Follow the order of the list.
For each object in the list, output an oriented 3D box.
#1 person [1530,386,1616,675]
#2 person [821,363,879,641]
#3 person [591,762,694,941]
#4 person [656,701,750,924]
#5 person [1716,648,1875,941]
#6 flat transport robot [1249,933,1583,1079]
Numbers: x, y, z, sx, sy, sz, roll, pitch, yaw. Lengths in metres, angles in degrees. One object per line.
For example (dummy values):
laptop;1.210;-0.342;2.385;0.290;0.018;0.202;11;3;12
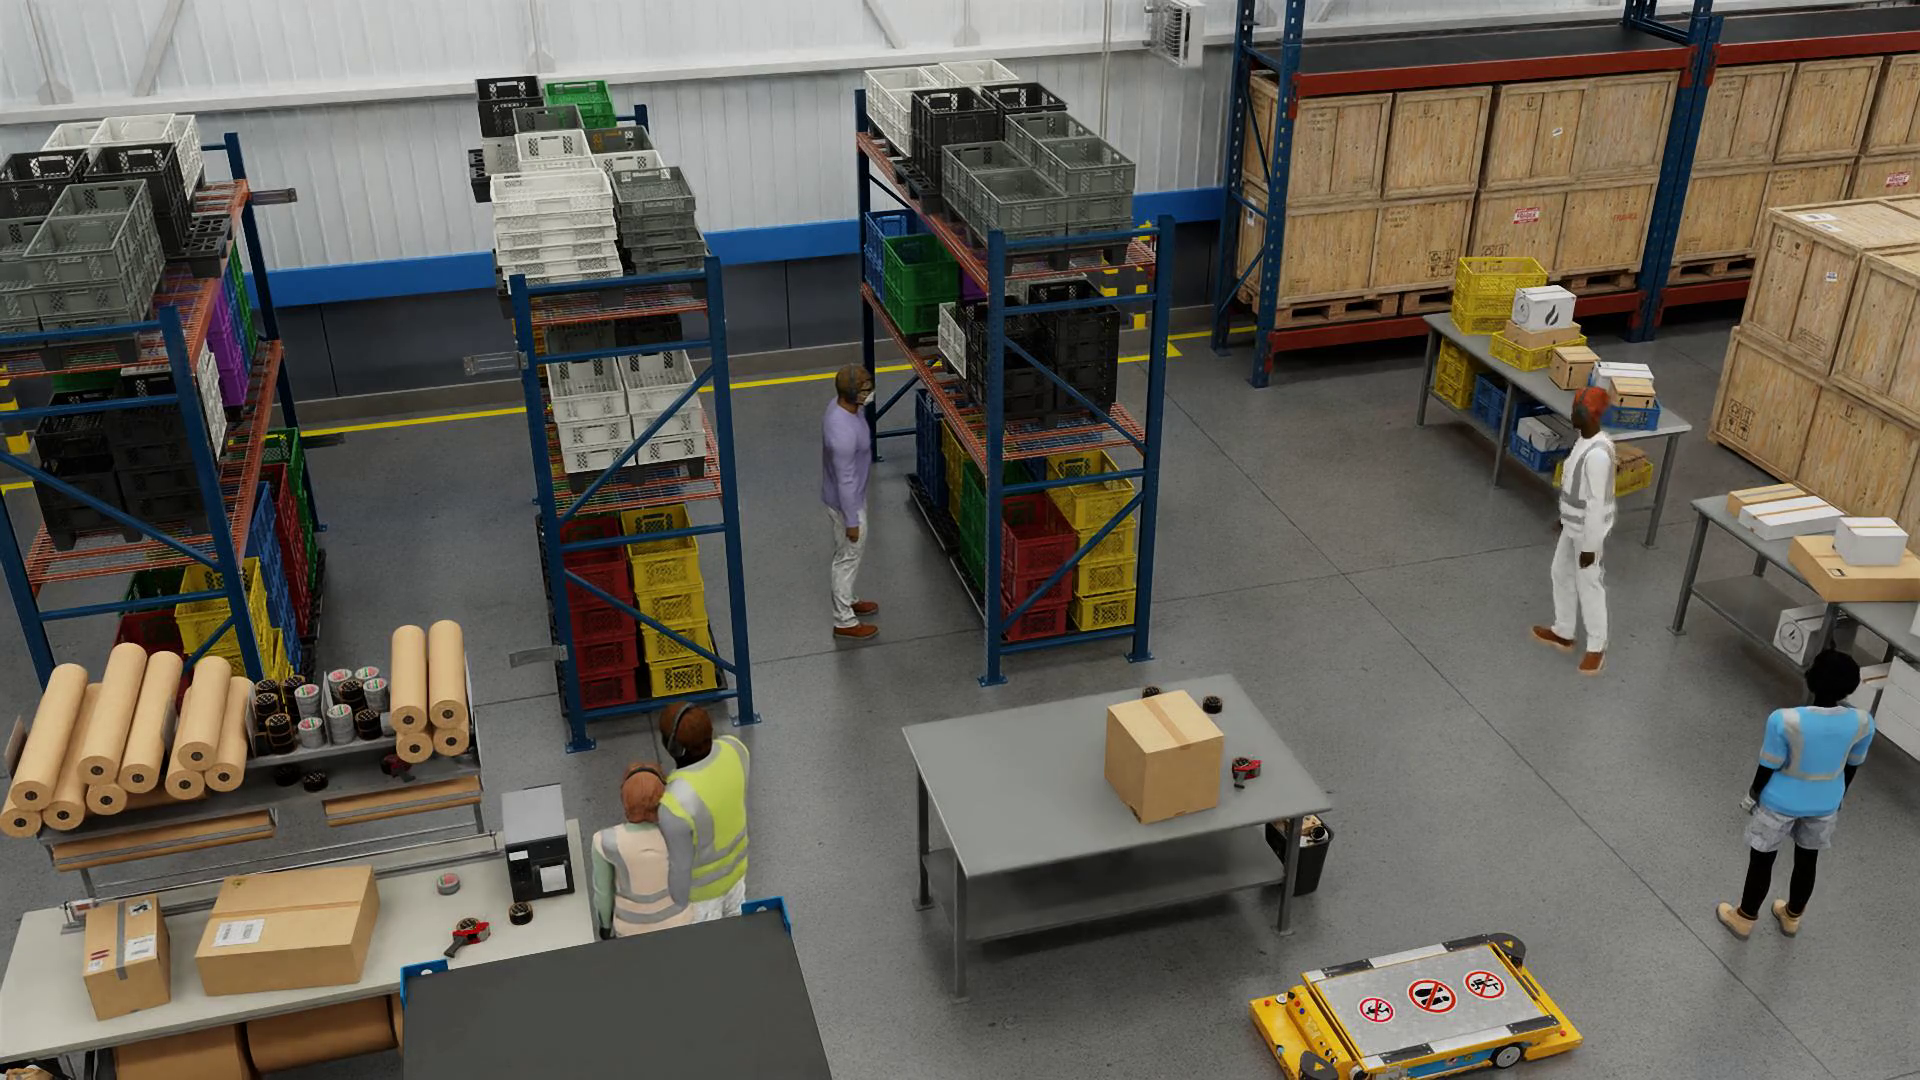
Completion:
person;4.055;-0.073;10.641;0.502;1.854;0.659;5;29;10
person;-0.724;-0.253;10.882;0.371;1.933;0.634;-2;29;-3
person;-1.388;1.729;7.583;0.530;1.631;0.313;-9;30;-16
person;-1.200;1.537;7.717;0.430;1.843;0.625;13;31;22
person;4.187;1.285;8.322;0.540;1.699;0.316;-1;29;-2
flat transport robot;2.184;2.282;7.980;1.431;0.197;0.652;-8;30;-14
